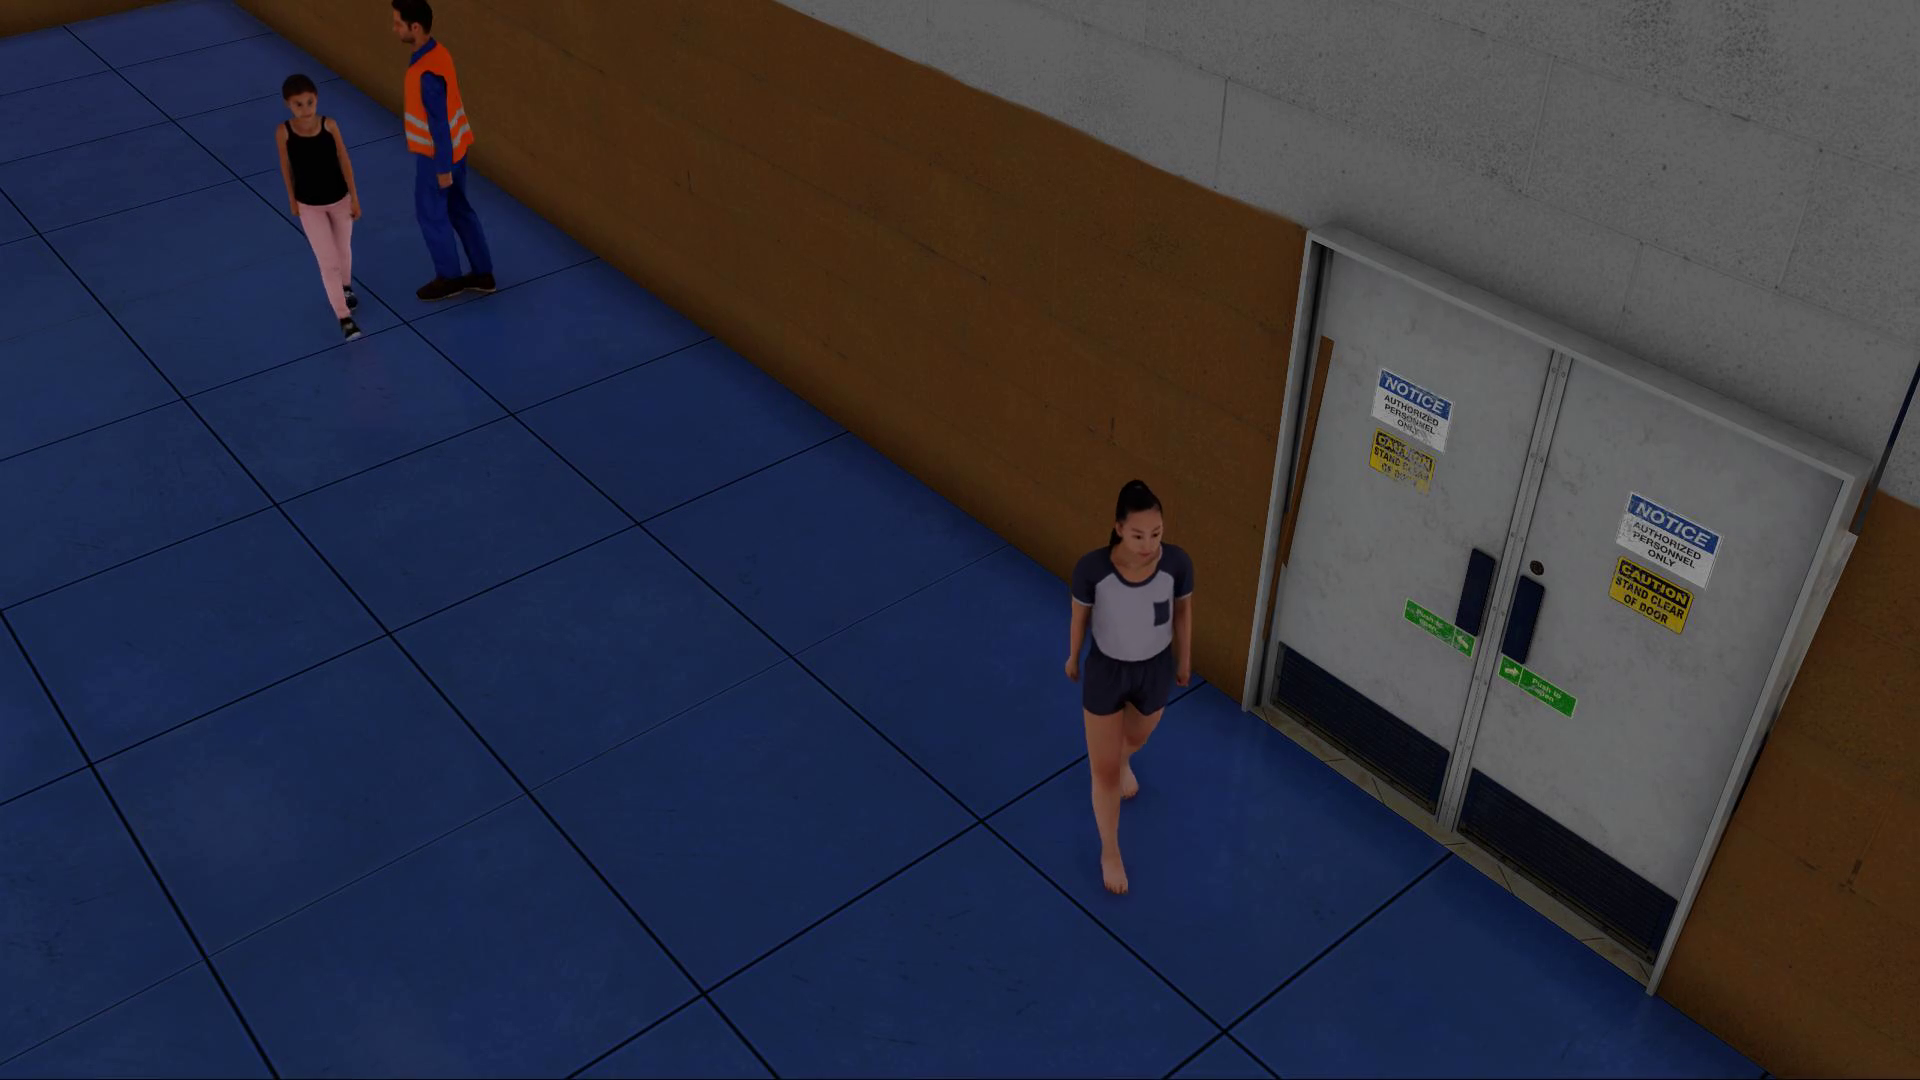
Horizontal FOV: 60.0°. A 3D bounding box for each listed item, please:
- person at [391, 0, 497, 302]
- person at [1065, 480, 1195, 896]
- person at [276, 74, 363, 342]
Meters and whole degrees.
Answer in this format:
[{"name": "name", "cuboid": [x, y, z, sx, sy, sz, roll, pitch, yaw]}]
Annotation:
[{"name": "person", "cuboid": [-2.976, -2.263, 9.750, 0.932, 1.846, 0.899, -5, 37, -7]}, {"name": "person", "cuboid": [0.626, 0.468, 6.306, 1.000, 1.612, 0.966, -5, 37, -6]}, {"name": "person", "cuboid": [-3.679, -1.954, 9.617, 1.000, 1.513, 0.696, -19, 41, -23]}]
